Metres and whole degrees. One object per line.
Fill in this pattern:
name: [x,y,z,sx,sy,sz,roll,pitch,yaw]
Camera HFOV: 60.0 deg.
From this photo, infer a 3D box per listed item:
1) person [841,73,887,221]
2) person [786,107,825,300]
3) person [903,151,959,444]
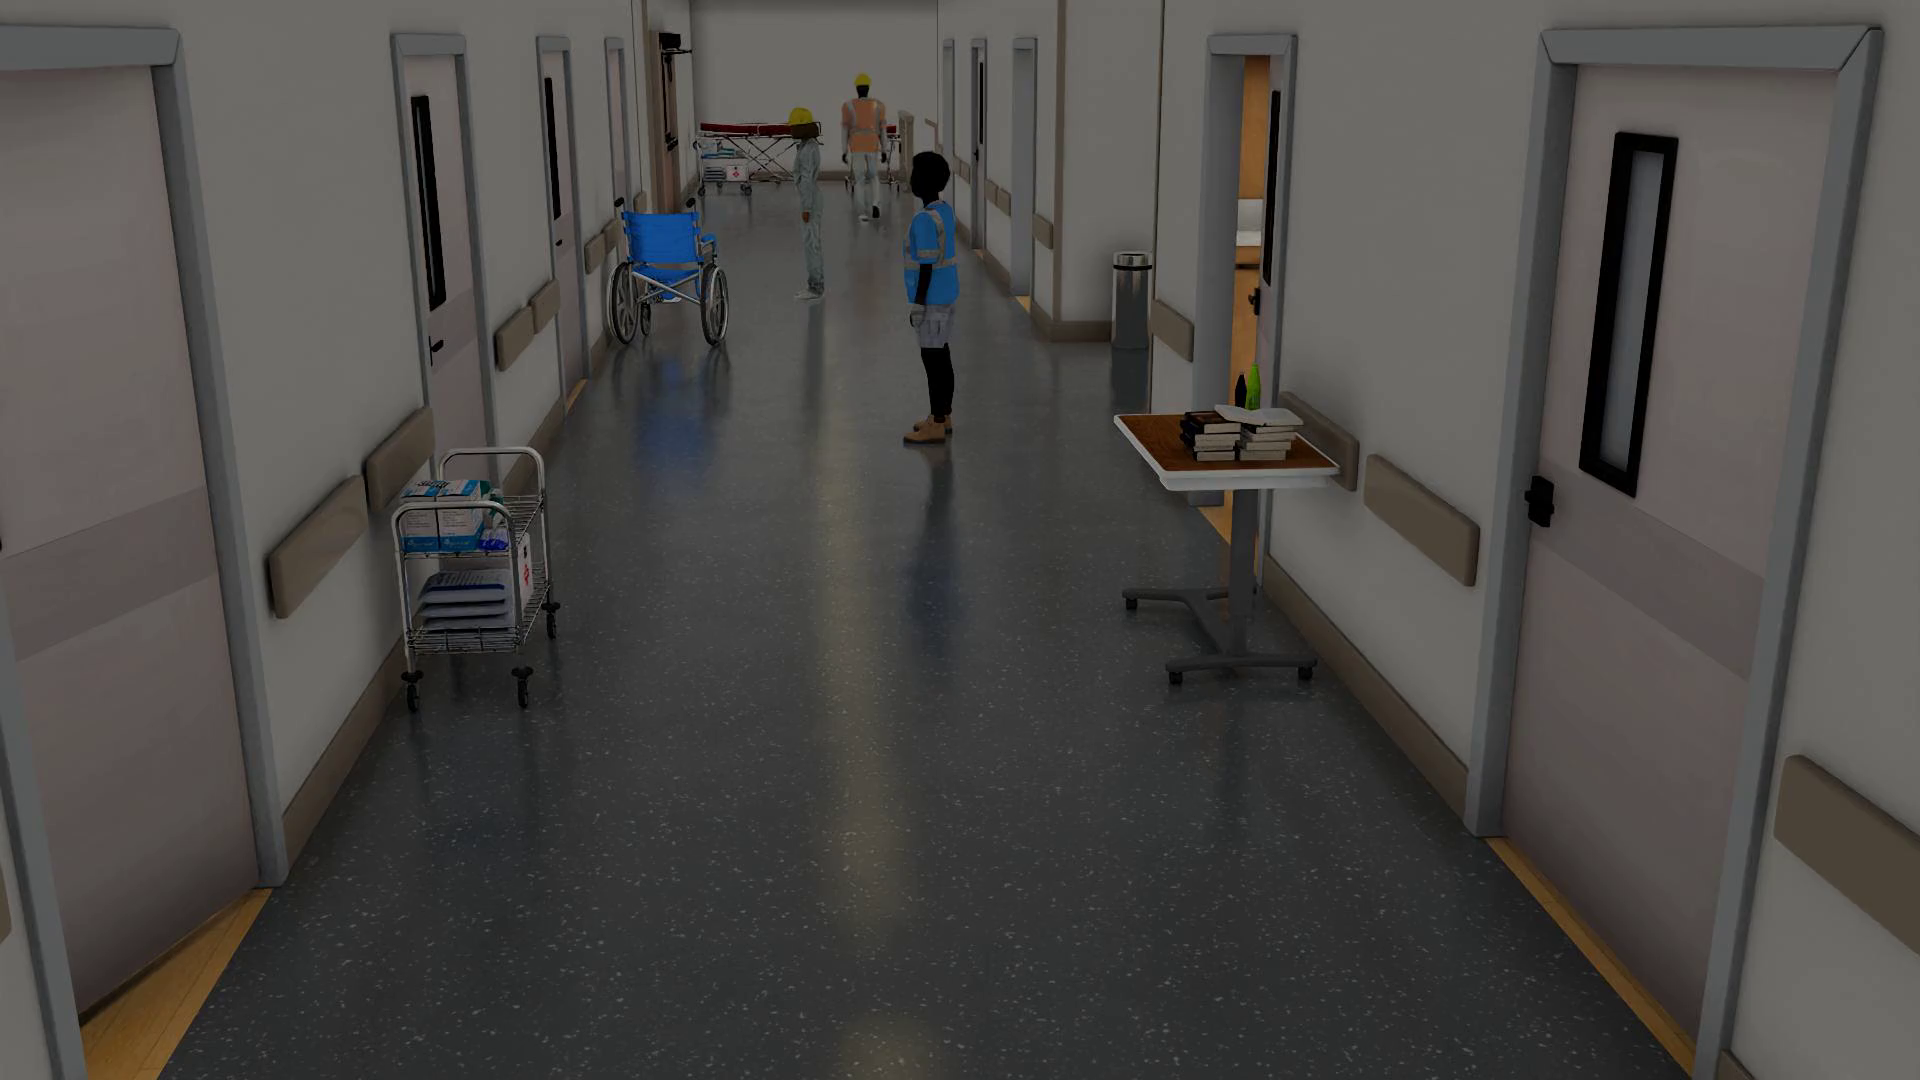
person: [-1.277,-5.206,22.069,0.595,1.910,0.428,-4,17,-14]
person: [-1.415,-3.073,15.249,0.326,1.737,0.486,0,17,-1]
person: [-0.173,-1.415,9.764,0.318,1.699,0.535,3,17,11]
